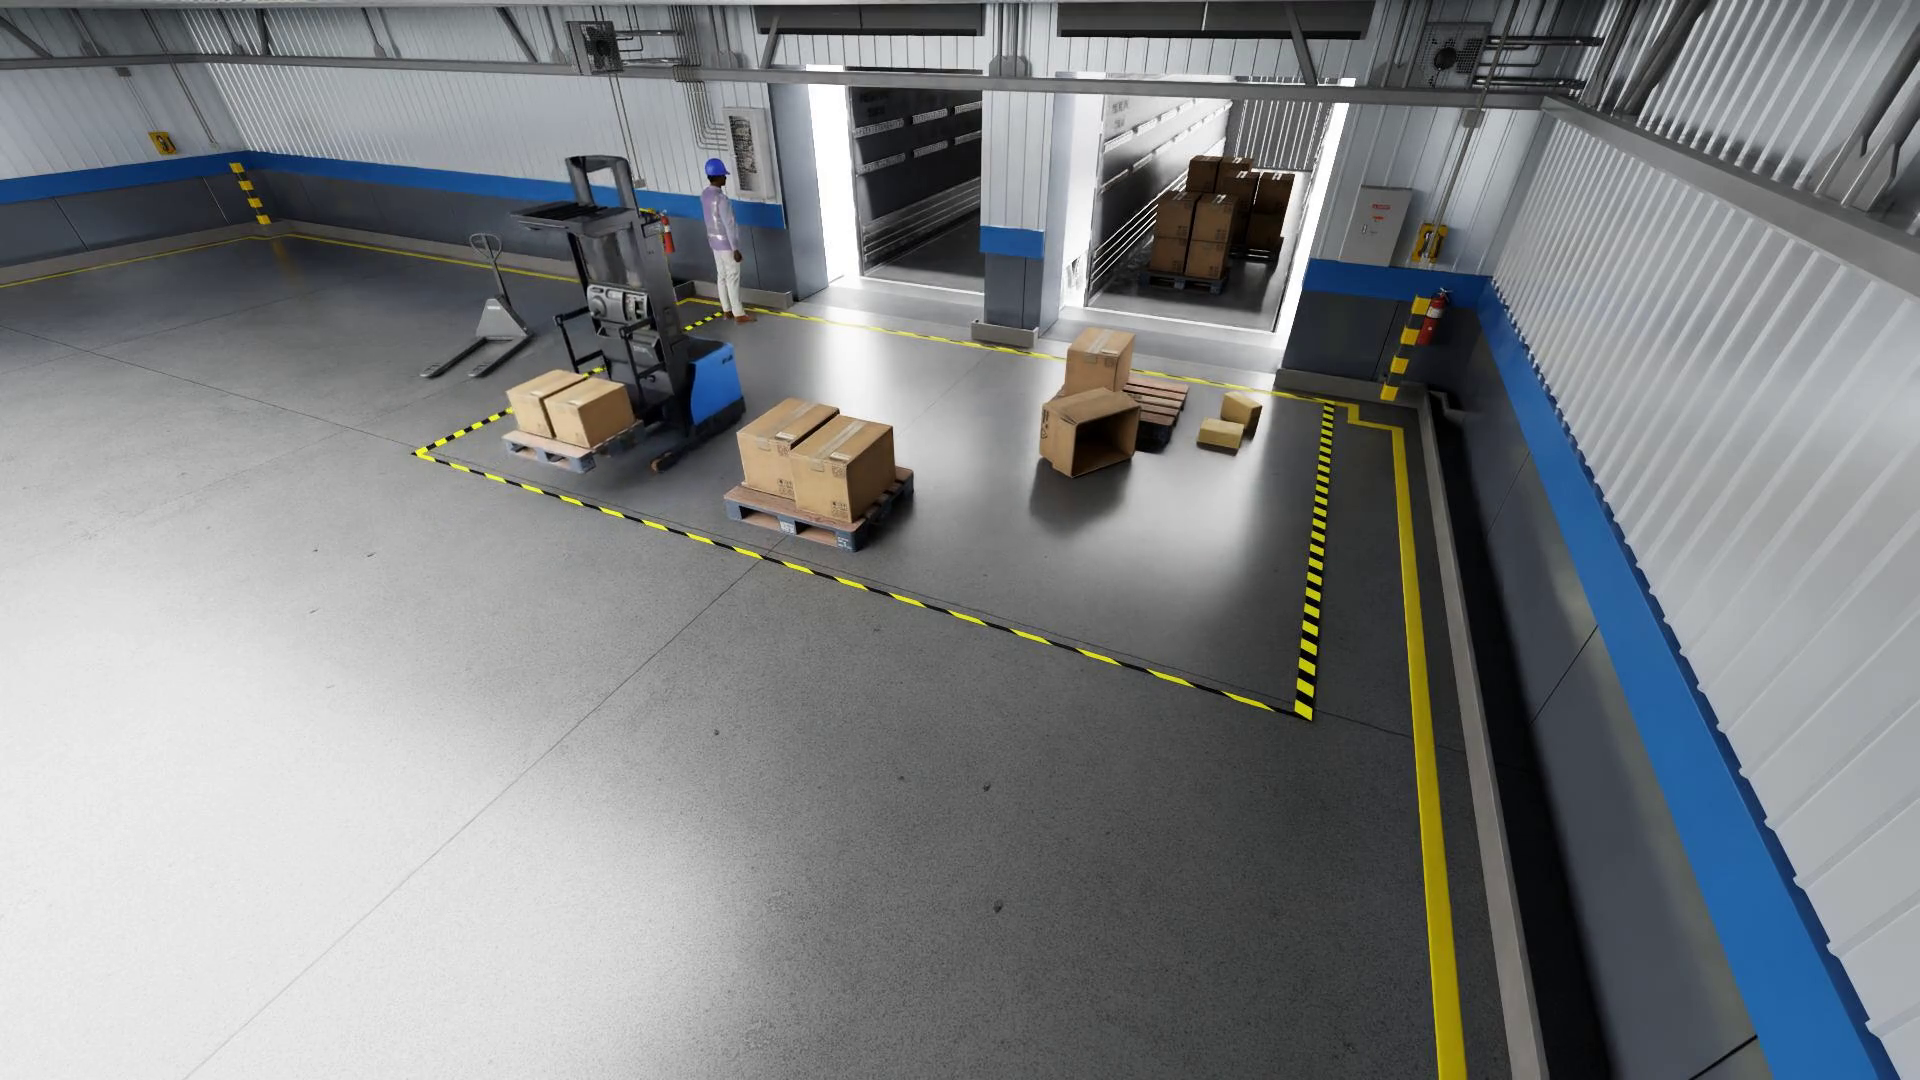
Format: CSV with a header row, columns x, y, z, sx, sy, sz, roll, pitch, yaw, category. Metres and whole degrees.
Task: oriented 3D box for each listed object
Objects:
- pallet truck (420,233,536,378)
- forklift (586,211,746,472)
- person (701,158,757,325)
x,y,z,sx,sy,sz,roll,pitch,yaw,category
-5.664,-2.712,8.427,0.680,1.201,1.601,0,35,-1,pallet truck
-2.653,-1.938,6.651,0.716,2.013,0.776,15,38,20,forklift
-2.945,-3.725,9.238,0.404,1.945,0.612,-27,43,-32,person
